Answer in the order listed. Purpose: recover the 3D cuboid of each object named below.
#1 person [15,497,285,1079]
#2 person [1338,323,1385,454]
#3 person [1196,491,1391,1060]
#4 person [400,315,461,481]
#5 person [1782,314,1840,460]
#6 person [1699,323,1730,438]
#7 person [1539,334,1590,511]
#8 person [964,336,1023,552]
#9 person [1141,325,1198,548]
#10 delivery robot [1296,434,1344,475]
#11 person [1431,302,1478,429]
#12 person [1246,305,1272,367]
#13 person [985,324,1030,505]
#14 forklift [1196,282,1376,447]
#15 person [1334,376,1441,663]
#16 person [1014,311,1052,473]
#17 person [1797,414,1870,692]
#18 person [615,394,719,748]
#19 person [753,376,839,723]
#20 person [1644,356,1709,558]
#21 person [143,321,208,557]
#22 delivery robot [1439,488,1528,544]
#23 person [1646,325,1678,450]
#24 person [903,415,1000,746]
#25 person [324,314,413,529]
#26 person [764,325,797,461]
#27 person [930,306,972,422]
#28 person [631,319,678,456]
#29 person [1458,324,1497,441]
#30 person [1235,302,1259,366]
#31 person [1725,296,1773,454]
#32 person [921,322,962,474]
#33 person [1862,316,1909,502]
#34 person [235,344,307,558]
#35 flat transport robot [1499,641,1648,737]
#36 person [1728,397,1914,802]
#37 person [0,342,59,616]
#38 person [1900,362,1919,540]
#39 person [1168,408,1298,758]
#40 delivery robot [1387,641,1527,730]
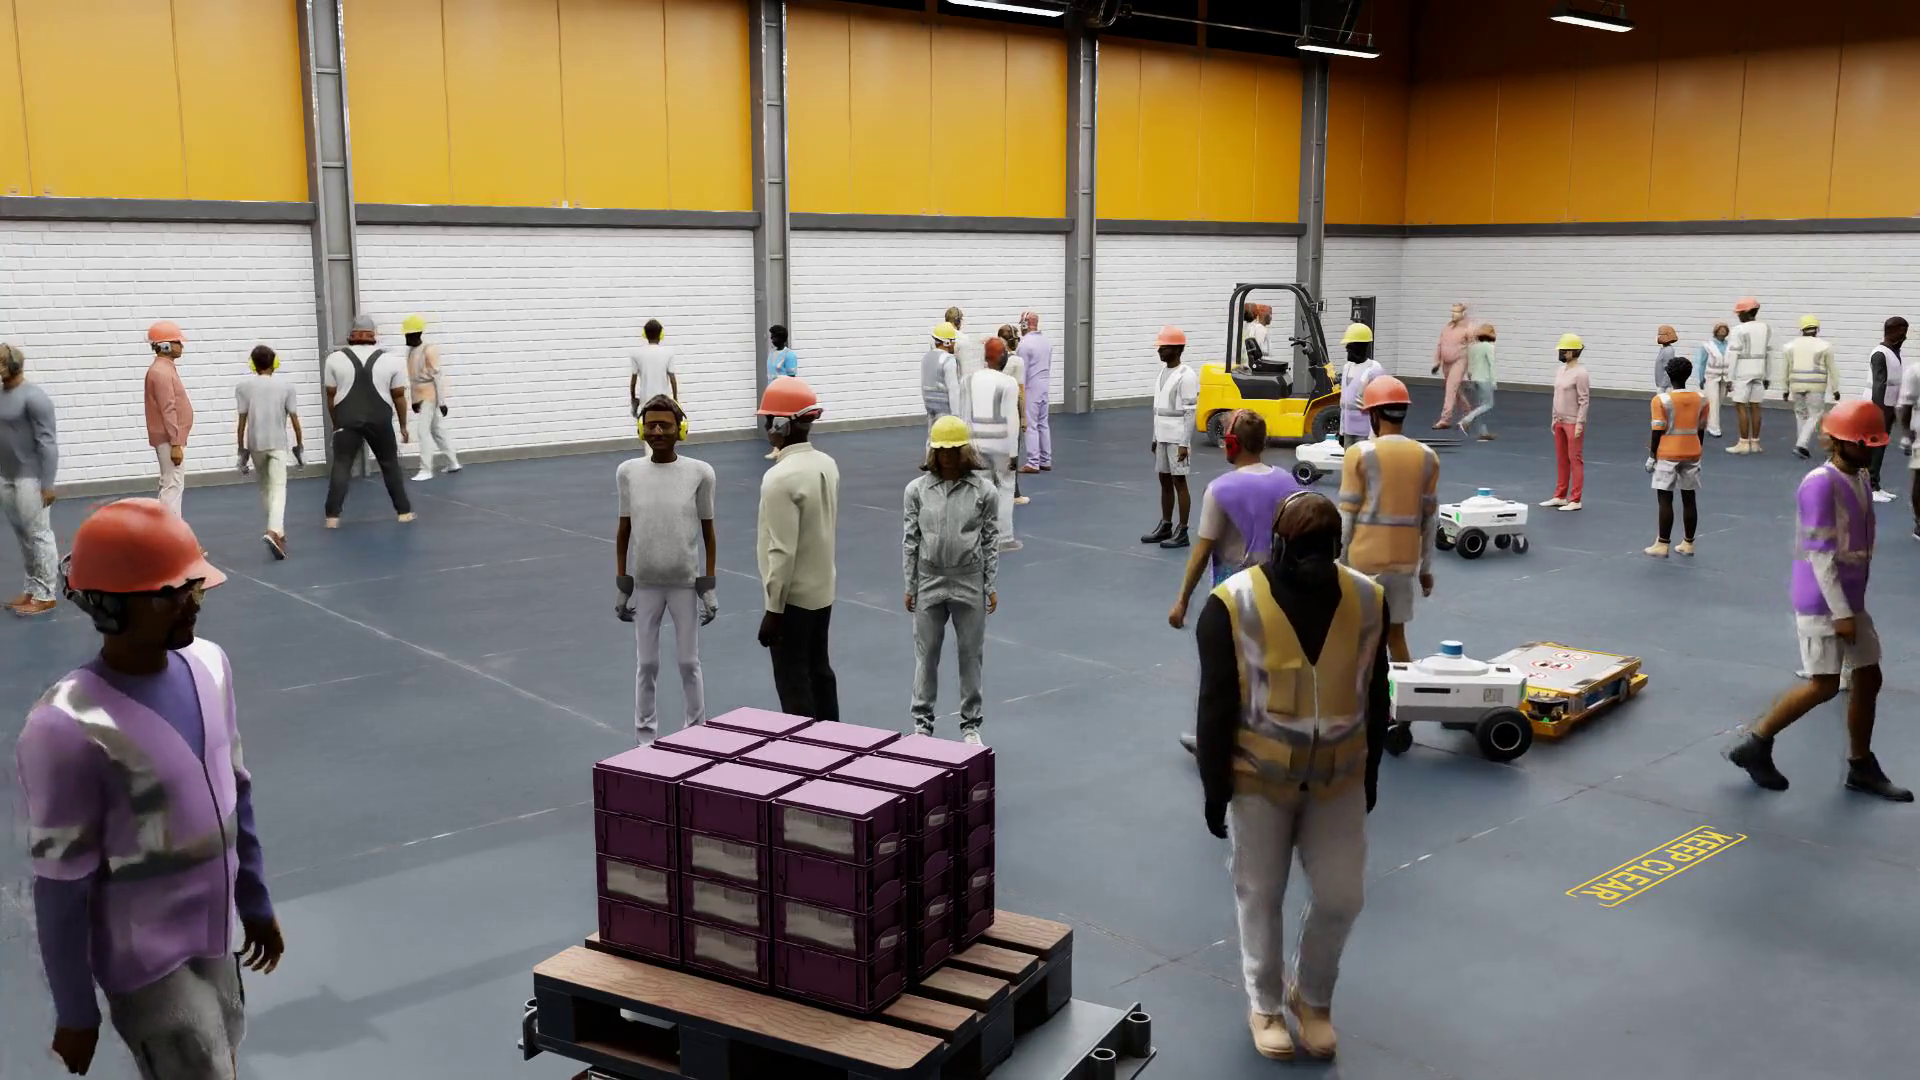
[{"bbox_3d":[-1.871,0.894,3.783,0.857,2.024,0.613,1,10,5],"label":"person"},{"bbox_3d":[3.633,-1.010,15.185,0.386,1.927,0.589,-3,10,-19],"label":"person"},{"bbox_3d":[1.042,0.748,5.190,0.642,1.822,0.480,-1,10,-4],"label":"person"},{"bbox_3d":[-6.042,-1.636,19.029,0.733,1.883,0.649,-8,13,-40],"label":"person"},{"bbox_3d":[10.616,-1.909,20.775,0.580,1.811,0.669,-9,13,-41],"label":"person"},{"bbox_3d":[10.691,-2.251,23.416,0.524,1.593,0.856,1,10,4],"label":"person"},{"bbox_3d":[6.059,-1.170,16.592,0.328,1.769,0.526,-2,10,-10],"label":"person"},{"bbox_3d":[0.247,-0.795,14.110,0.581,1.863,0.694,8,13,40],"label":"person"},{"bbox_3d":[1.832,-0.898,14.494,0.361,1.940,0.543,-4,11,-24],"label":"person"},{"bbox_3d":[4.114,-0.935,18.482,0.707,0.478,0.477,4,11,23],"label":"delivery robot"},{"bbox_3d":[7.333,-2.579,24.526,0.942,1.873,0.634,-4,11,-25],"label":"person"},{"bbox_3d":[4.435,-2.503,24.231,0.983,1.823,0.562,-1,10,-4],"label":"person"},{"bbox_3d":[0.477,-1.270,16.953,0.515,1.841,0.329,9,13,42],"label":"person"},{"bbox_3d":[4.328,-2.346,22.227,2.313,2.155,1.214,3,10,16],"label":"forklift"},{"bbox_3d":[2.219,0.108,8.677,0.571,1.910,0.472,-3,10,-17],"label":"person"},{"bbox_3d":[0.841,-1.733,19.550,0.416,1.894,0.656,6,11,31],"label":"person"},{"bbox_3d":[5.150,0.066,9.767,0.319,1.631,0.512,2,10,10],"label":"person"},{"bbox_3d":[-1.435,0.224,8.117,0.514,1.876,0.328,0,10,0],"label":"person"},{"bbox_3d":[-0.753,0.253,7.592,0.387,1.992,0.626,3,10,19],"label":"person"},{"bbox_3d":[6.025,-0.693,14.003,0.536,1.695,0.322,-2,10,-13],"label":"person"},{"bbox_3d":[-6.607,-0.834,13.947,0.374,1.997,0.608,-6,11,-30],"label":"person"},{"bbox_3d":[4.455,-0.200,14.155,0.707,0.478,0.477,-2,9,-14],"label":"delivery robot"},{"bbox_3d":[9.188,-1.984,21.745,0.284,1.633,0.497,3,10,18],"label":"person"},{"bbox_3d":[-0.045,0.237,8.420,0.489,1.743,0.322,0,10,2],"label":"person"},{"bbox_3d":[-5.610,-1.154,15.695,0.754,2.000,0.546,-4,10,-22],"label":"person"},{"bbox_3d":[-2.211,-1.814,20.579,0.320,1.693,0.531,-8,13,-39],"label":"person"},{"bbox_3d":[-0.088,-1.817,19.893,0.628,1.935,0.373,9,13,43],"label":"person"},{"bbox_3d":[-3.381,-1.525,18.473,0.554,1.830,0.913,-1,10,-6],"label":"person"},{"bbox_3d":[7.107,-2.151,22.768,0.513,1.609,0.570,-2,10,-10],"label":"person"},{"bbox_3d":[4.353,-2.644,25.008,0.429,1.840,0.627,-2,10,-11],"label":"person"},{"bbox_3d":[10.130,-2.116,21.394,0.651,2.026,0.476,-4,10,-21],"label":"person"},{"bbox_3d":[-0.176,-1.416,17.837,0.404,1.829,0.600,-6,12,-33],"label":"person"},{"bbox_3d":[9.585,-1.361,17.284,0.392,1.914,0.589,8,13,39],"label":"person"},{"bbox_3d":[-5.889,-0.767,14.197,0.549,1.798,1.045,-2,10,-12],"label":"person"},{"bbox_3d":[3.303,0.812,9.362,0.652,0.197,1.431,8,13,40],"label":"flat transport robot"},{"bbox_3d":[4.065,0.280,7.785,0.543,1.910,0.753,-7,12,-37],"label":"person"},{"bbox_3d":[-6.656,-0.438,11.821,0.637,1.936,0.366,6,11,31],"label":"person"},{"bbox_3d":[8.694,-0.959,14.792,0.630,1.955,0.413,1,10,5],"label":"person"},{"bbox_3d":[1.272,0.276,7.971,0.573,1.814,0.807,-8,13,-40],"label":"person"},{"bbox_3d":[2.518,0.762,8.547,0.707,0.478,0.477,1,10,5],"label":"delivery robot"}]
